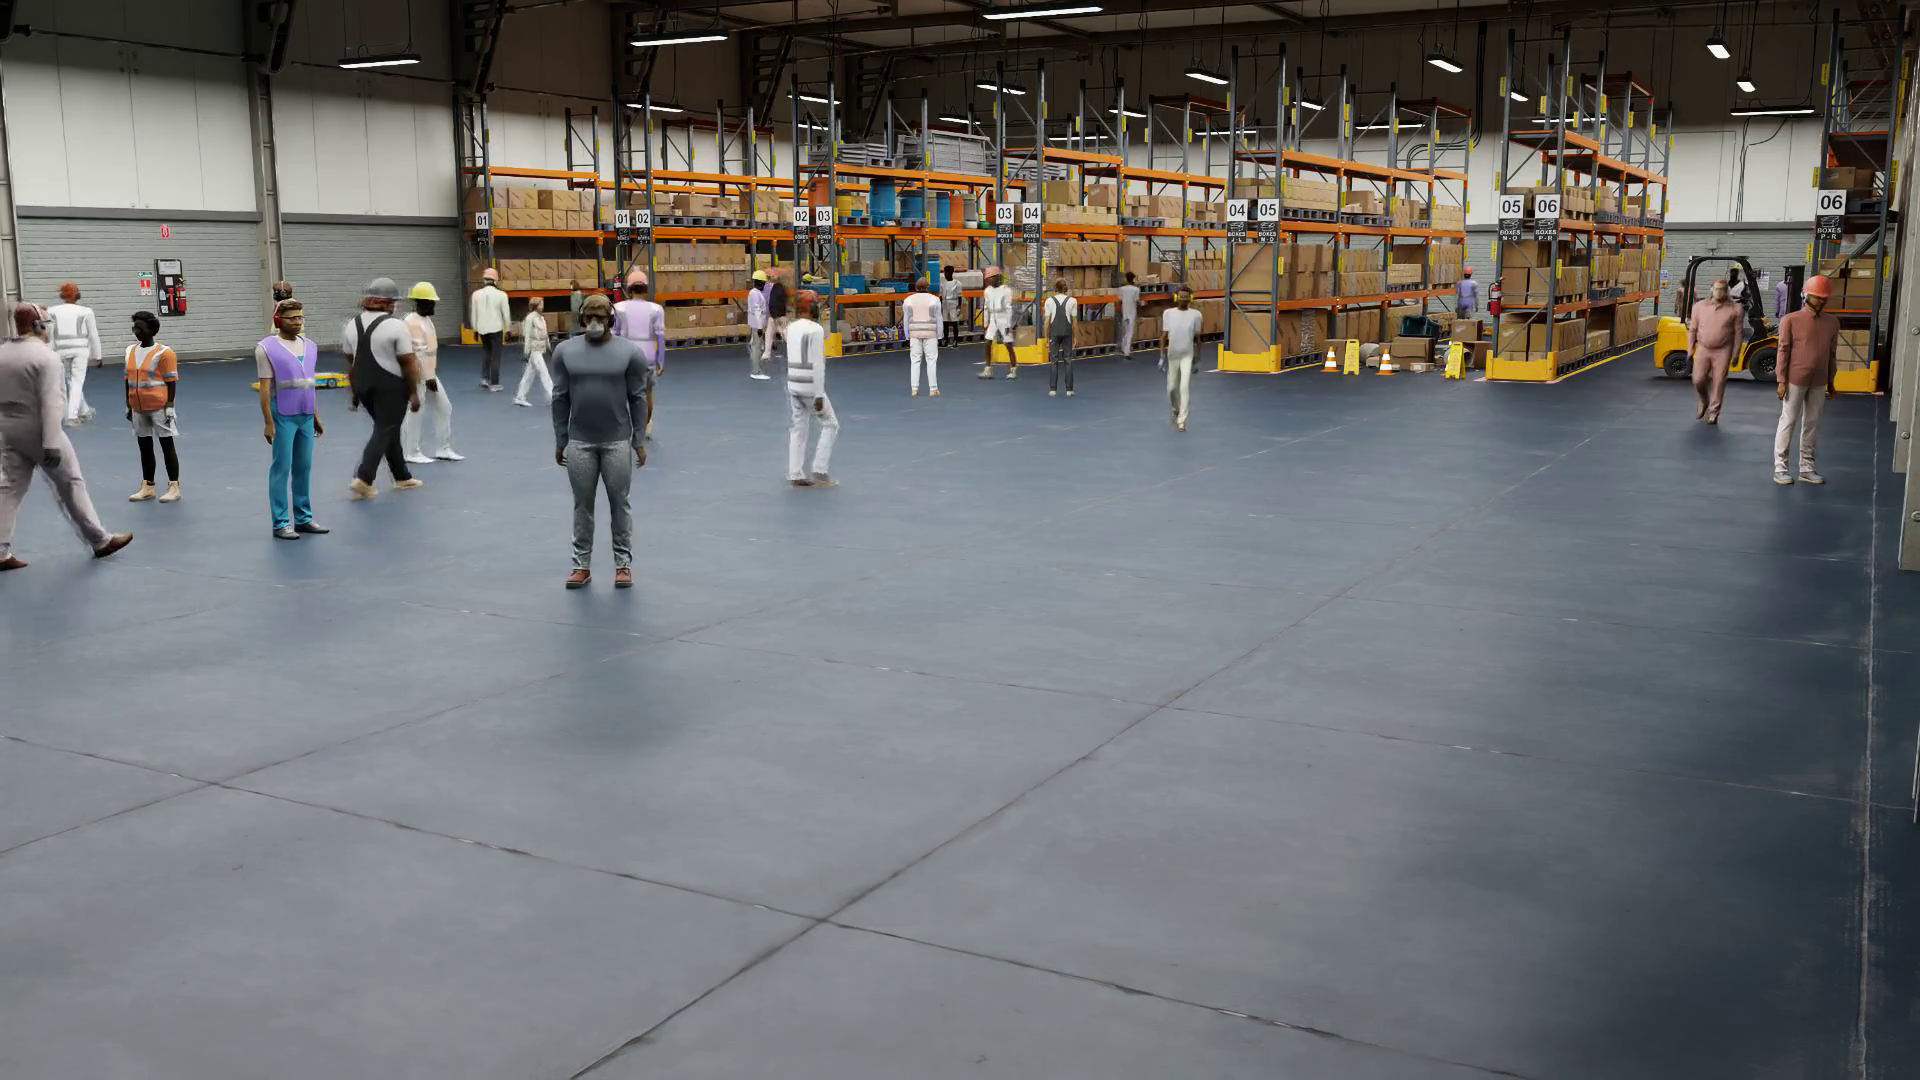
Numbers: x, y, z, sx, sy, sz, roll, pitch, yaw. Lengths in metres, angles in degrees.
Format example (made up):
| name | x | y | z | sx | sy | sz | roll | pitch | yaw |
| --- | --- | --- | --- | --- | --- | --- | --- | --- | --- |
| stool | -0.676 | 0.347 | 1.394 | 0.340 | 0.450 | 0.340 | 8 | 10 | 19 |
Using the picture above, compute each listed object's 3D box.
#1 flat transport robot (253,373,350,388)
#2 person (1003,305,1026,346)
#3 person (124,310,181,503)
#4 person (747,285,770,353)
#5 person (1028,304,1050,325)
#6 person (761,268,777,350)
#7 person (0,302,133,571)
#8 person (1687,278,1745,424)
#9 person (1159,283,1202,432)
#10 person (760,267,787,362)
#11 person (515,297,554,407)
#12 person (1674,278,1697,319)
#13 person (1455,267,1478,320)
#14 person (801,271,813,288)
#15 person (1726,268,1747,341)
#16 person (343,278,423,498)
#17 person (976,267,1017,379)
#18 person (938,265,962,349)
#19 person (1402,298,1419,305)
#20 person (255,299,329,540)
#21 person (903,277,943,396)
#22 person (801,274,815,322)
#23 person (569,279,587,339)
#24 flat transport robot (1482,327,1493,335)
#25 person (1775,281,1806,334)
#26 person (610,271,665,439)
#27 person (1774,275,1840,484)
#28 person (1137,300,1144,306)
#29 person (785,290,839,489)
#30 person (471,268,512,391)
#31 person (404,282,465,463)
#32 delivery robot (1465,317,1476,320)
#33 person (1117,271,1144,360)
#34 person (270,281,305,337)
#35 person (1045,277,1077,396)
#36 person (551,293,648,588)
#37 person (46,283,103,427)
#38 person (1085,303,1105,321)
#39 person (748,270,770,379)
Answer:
| name | x | y | z | sx | sy | sz | roll | pitch | yaw |
| --- | --- | --- | --- | --- | --- | --- | --- | --- | --- |
| flat transport robot | -10.785 | -2.621 | 27.356 | 1.431 | 0.197 | 0.652 | -9 | 13 | -43 |
| person | 1.235 | -5.224 | 38.163 | 0.593 | 1.785 | 0.915 | 4 | 11 | 23 |
| person | -7.168 | -1.178 | 14.738 | 0.535 | 1.699 | 0.318 | 2 | 10 | 14 |
| person | -4.539 | -4.960 | 37.126 | 0.509 | 1.605 | 0.718 | 6 | 12 | 32 |
| person | 1.846 | -5.207 | 37.666 | 0.633 | 1.932 | 0.372 | 0 | 10 | 0 |
| person | -4.464 | -5.337 | 38.468 | 0.551 | 1.910 | 0.799 | 3 | 10 | 15 |
| person | -6.439 | -0.732 | 11.690 | 0.668 | 1.850 | 1.025 | 4 | 11 | 24 |
| person | 9.796 | -2.450 | 21.596 | 0.667 | 1.895 | 0.426 | 6 | 11 | 29 |
| person | 2.776 | -2.302 | 20.927 | 0.513 | 1.846 | 0.765 | 3 | 10 | 14 |
| person | -3.694 | -4.643 | 34.281 | 0.995 | 1.958 | 0.625 | -4 | 11 | -23 |
| person | -6.080 | -2.704 | 23.968 | 0.857 | 1.589 | 0.534 | 1 | 10 | 7 |
| person | 18.712 | -5.938 | 42.871 | 0.636 | 1.590 | 0.757 | 1 | 10 | 5 |
| person | 12.916 | -6.018 | 42.471 | 0.552 | 1.914 | 0.875 | 5 | 11 | 26 |
| person | -3.796 | -5.781 | 41.351 | 0.549 | 1.824 | 0.992 | 5 | 11 | 26 |
| person | 18.215 | -5.478 | 39.325 | 0.523 | 1.901 | 0.595 | -8 | 13 | -41 |
| person | -5.271 | -1.415 | 15.123 | 0.692 | 2.000 | 0.999 | 5 | 11 | 26 |
| person | 0.642 | -3.819 | 29.382 | 0.629 | 1.989 | 0.775 | 7 | 12 | 36 |
| person | -0.237 | -5.465 | 39.068 | 0.600 | 1.960 | 0.374 | 6 | 11 | 32 |
| person | 12.509 | -6.499 | 46.114 | 0.524 | 1.622 | 0.587 | 7 | 12 | 34 |
| person | -5.192 | -0.937 | 12.893 | 0.371 | 1.843 | 0.571 | 4 | 10 | 21 |
| person | -0.567 | -3.171 | 25.984 | 0.626 | 1.846 | 0.429 | 2 | 10 | 9 |
| person | -3.504 | -5.213 | 38.165 | 0.523 | 1.769 | 0.314 | 4 | 11 | 23 |
| person | -9.426 | -5.633 | 41.085 | 0.758 | 1.606 | 0.505 | -8 | 13 | -41 |
| flat transport robot | 14.830 | -5.749 | 45.670 | 0.652 | 0.197 | 1.431 | 6 | 11 | 32 |
| person | 18.692 | -5.159 | 37.436 | 0.409 | 1.907 | 0.651 | -9 | 13 | -42 |
| person | -3.773 | -2.133 | 19.462 | 0.631 | 1.989 | 1.053 | -3 | 10 | -15 |
| person | 8.103 | -1.525 | 15.914 | 0.609 | 1.991 | 0.384 | -1 | 10 | -8 |
| person | 4.938 | -6.138 | 44.028 | 0.503 | 1.616 | 0.473 | 4 | 10 | 21 |
| person | -1.372 | -1.399 | 15.562 | 0.588 | 1.863 | 0.593 | -8 | 12 | -39 |
| person | -7.592 | -3.418 | 27.023 | 0.620 | 1.978 | 0.562 | 2 | 10 | 12 |
| person | -5.526 | -1.738 | 17.412 | 0.725 | 1.899 | 0.594 | 1 | 10 | 4 |
| delivery robot | 13.857 | -5.916 | 45.546 | 0.707 | 0.478 | 0.477 | -2 | 10 | -11 |
| person | 3.595 | -4.696 | 34.862 | 0.501 | 1.853 | 0.641 | 8 | 13 | 39 |
| person | -9.176 | -2.608 | 22.729 | 0.430 | 1.836 | 0.630 | -2 | 10 | -12 |
| person | 1.567 | -3.150 | 25.860 | 0.507 | 1.842 | 0.339 | 1 | 10 | 4 |
| person | -2.362 | -0.647 | 10.926 | 0.627 | 1.940 | 0.371 | 0 | 10 | -2 |
| person | -11.391 | -2.389 | 21.435 | 0.597 | 1.826 | 1.012 | -1 | 10 | -6 |
| person | 3.280 | -5.596 | 40.433 | 0.525 | 1.759 | 0.337 | 4 | 10 | 22 |
| person | -3.572 | -3.810 | 29.479 | 0.371 | 1.926 | 0.584 | -2 | 10 | -13 |
